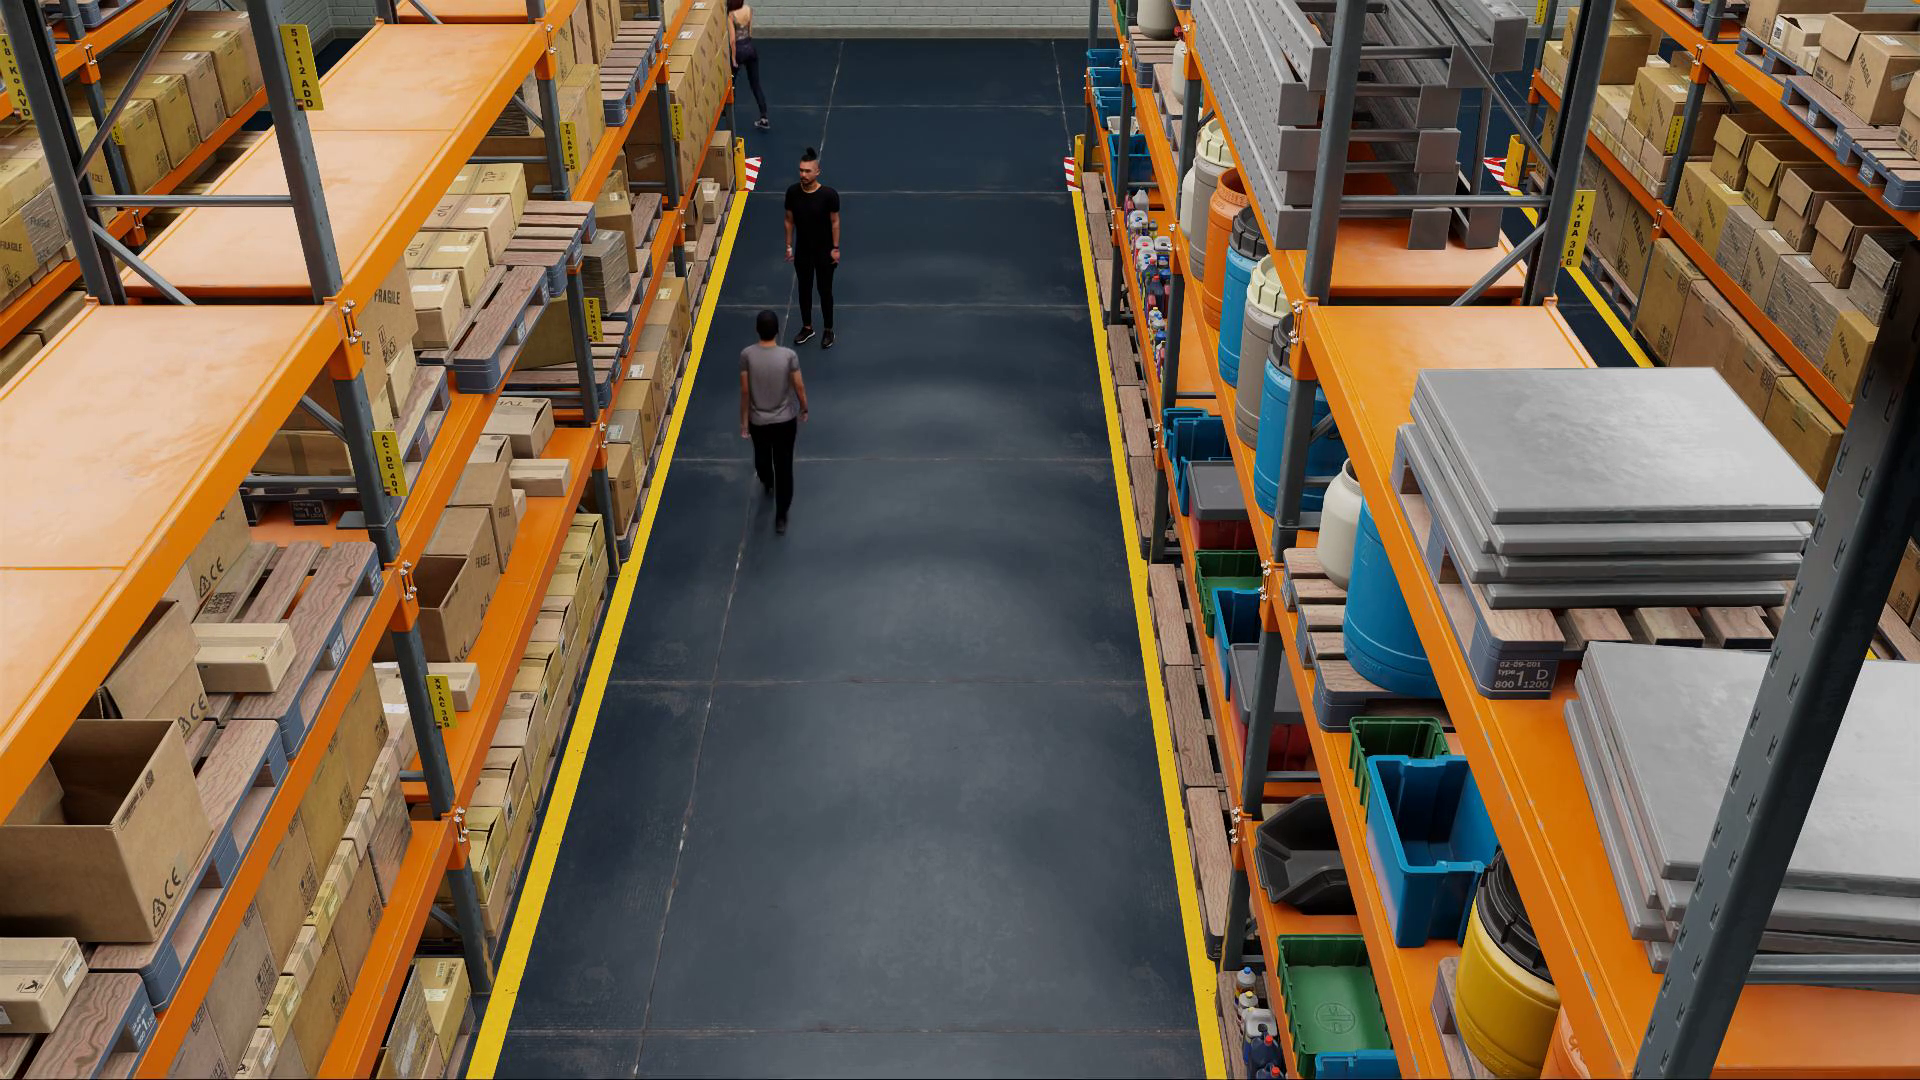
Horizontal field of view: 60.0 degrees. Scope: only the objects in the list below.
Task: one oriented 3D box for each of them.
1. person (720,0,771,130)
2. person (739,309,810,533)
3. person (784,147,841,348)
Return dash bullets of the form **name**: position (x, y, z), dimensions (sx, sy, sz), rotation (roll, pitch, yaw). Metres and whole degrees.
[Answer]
- **person**: position (-2.571, -5.840, 20.186), dimensions (1.176, 1.724, 1.109), rotation (28, 42, 36)
- **person**: position (-1.419, -0.860, 12.530), dimensions (0.646, 1.723, 1.019), rotation (0, 33, 0)
- **person**: position (-1.338, -2.674, 15.188), dimensions (0.744, 1.865, 0.680), rotation (8, 34, 13)
